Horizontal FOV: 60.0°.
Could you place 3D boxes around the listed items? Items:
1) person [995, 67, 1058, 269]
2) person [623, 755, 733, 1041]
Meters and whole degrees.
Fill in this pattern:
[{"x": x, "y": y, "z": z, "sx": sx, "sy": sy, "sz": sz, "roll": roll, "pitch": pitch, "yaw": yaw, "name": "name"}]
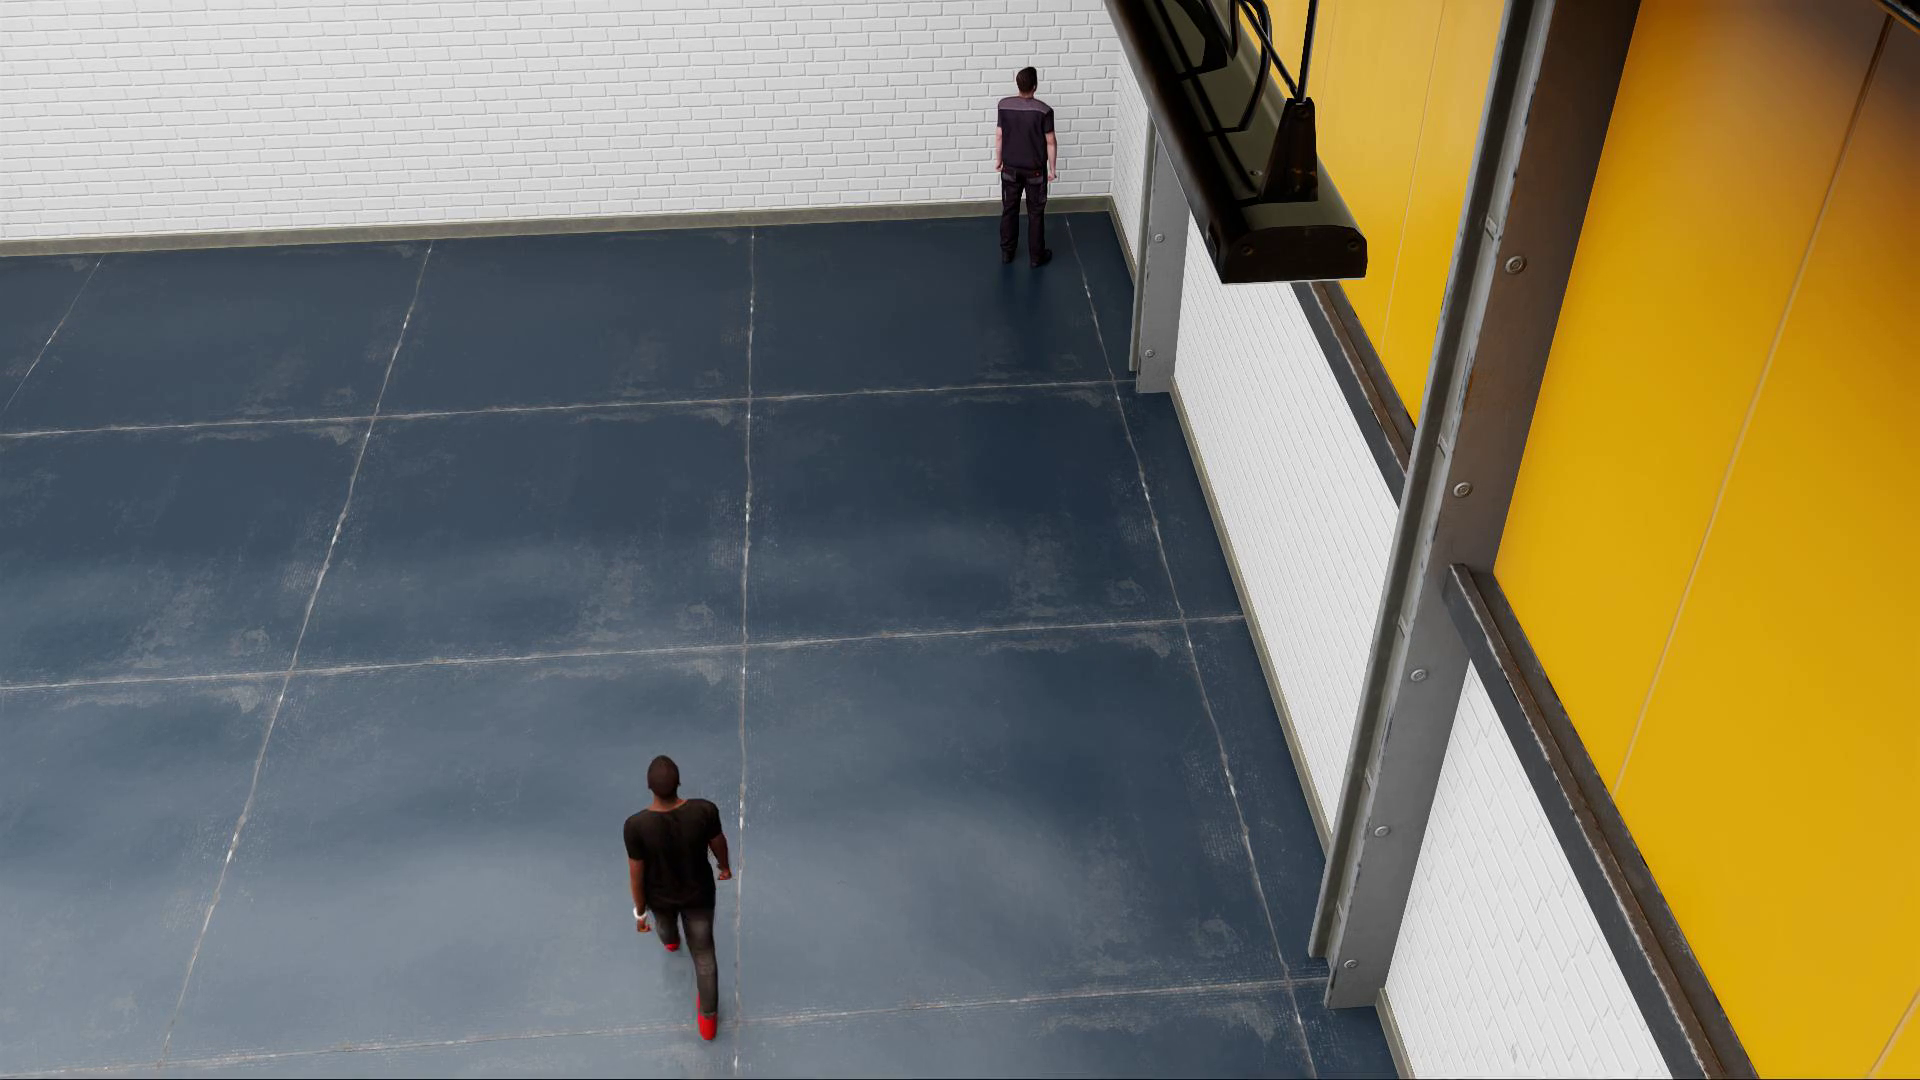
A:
[{"x": 0.575, "y": -3.317, "z": 14.789, "sx": 0.807, "sy": 1.845, "sz": 0.766, "roll": 13, "pitch": 41, "yaw": 16, "name": "person"}, {"x": -1.394, "y": 1.847, "z": 8.382, "sx": 0.778, "sy": 1.771, "sz": 1.137, "roll": -9, "pitch": 40, "yaw": -11, "name": "person"}]
